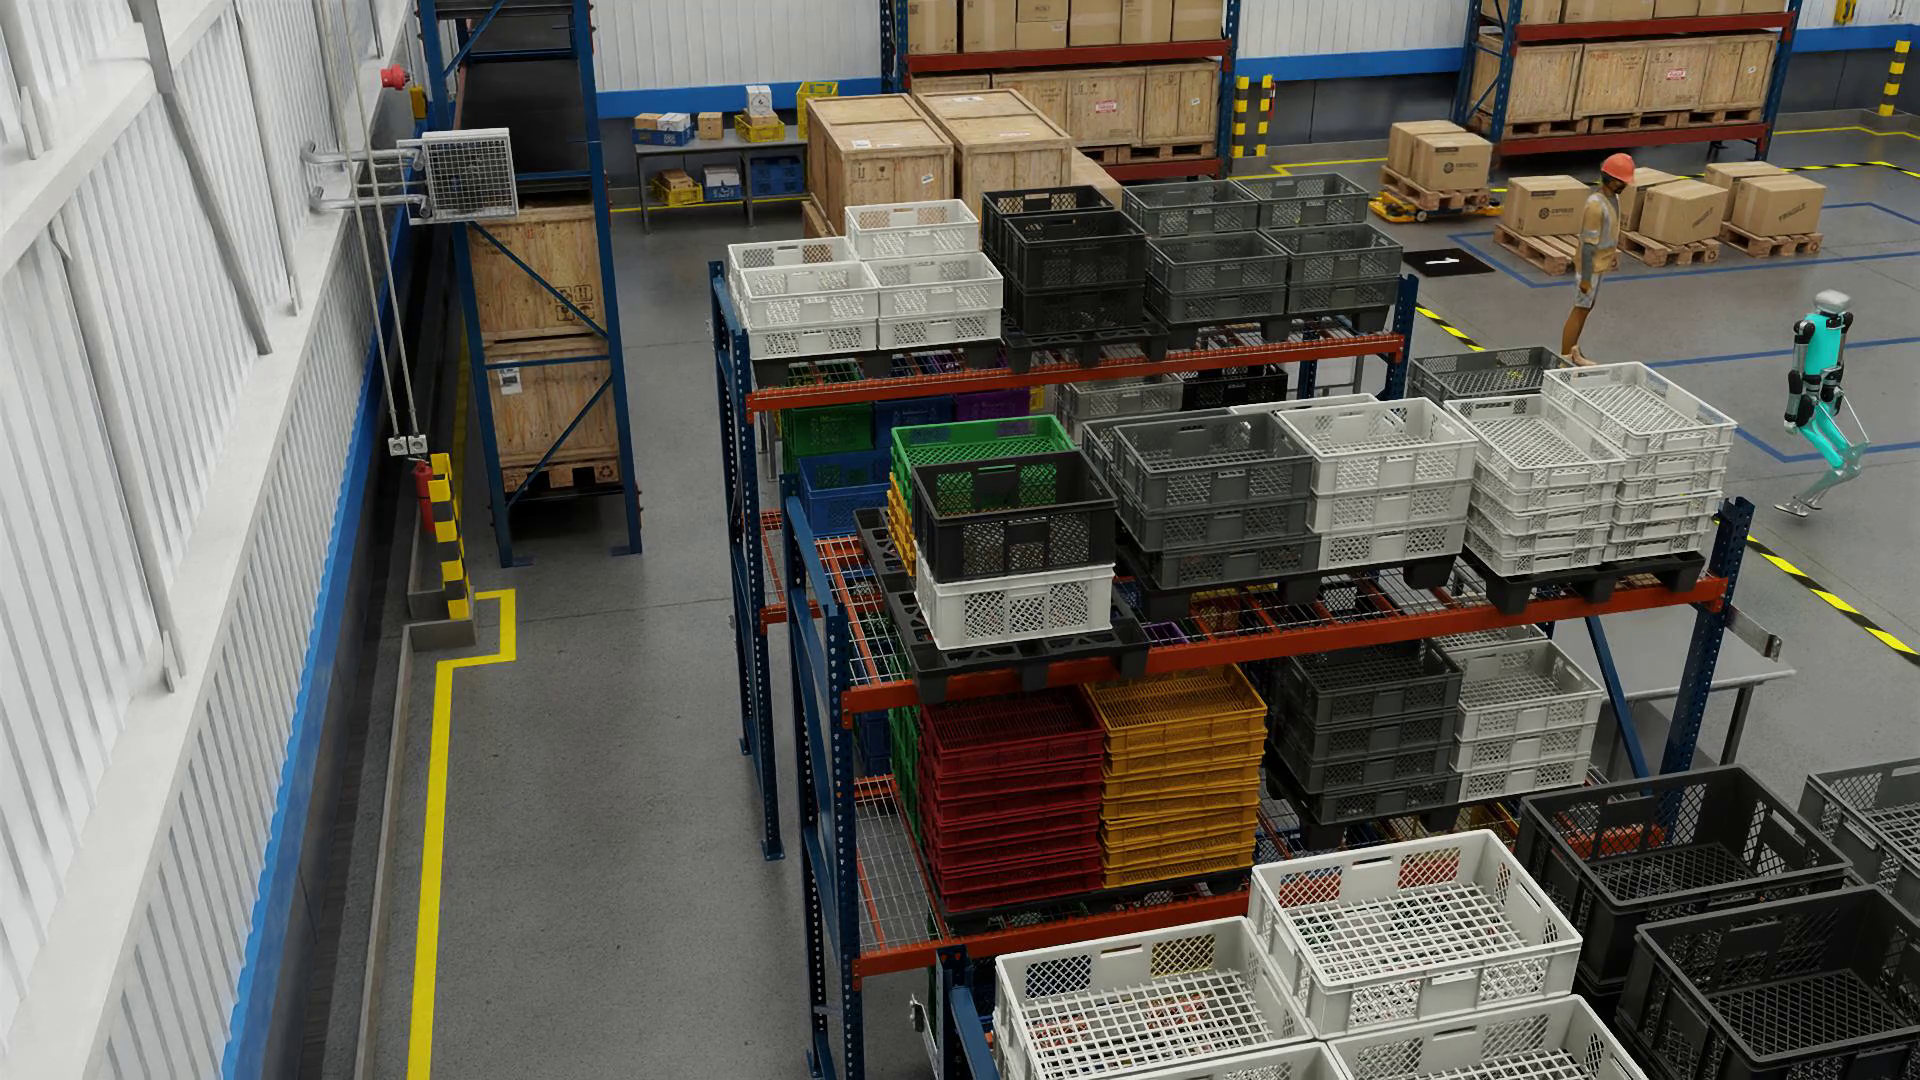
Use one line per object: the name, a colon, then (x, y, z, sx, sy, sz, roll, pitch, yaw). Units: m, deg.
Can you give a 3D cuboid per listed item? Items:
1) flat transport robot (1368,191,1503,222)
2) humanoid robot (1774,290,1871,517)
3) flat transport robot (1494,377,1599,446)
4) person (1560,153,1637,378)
flat transport robot: (5.575, -3.963, 19.536, 1.431, 0.197, 0.652, -6, 28, -12)
humanoid robot: (6.365, -0.936, 12.107, 0.533, 1.673, 0.735, -14, 31, -25)
flat transport robot: (4.780, -1.036, 14.013, 0.659, 0.231, 1.431, -6, 28, -12)
person: (5.658, -2.427, 14.761, 0.394, 2.031, 0.613, 17, 32, 28)
